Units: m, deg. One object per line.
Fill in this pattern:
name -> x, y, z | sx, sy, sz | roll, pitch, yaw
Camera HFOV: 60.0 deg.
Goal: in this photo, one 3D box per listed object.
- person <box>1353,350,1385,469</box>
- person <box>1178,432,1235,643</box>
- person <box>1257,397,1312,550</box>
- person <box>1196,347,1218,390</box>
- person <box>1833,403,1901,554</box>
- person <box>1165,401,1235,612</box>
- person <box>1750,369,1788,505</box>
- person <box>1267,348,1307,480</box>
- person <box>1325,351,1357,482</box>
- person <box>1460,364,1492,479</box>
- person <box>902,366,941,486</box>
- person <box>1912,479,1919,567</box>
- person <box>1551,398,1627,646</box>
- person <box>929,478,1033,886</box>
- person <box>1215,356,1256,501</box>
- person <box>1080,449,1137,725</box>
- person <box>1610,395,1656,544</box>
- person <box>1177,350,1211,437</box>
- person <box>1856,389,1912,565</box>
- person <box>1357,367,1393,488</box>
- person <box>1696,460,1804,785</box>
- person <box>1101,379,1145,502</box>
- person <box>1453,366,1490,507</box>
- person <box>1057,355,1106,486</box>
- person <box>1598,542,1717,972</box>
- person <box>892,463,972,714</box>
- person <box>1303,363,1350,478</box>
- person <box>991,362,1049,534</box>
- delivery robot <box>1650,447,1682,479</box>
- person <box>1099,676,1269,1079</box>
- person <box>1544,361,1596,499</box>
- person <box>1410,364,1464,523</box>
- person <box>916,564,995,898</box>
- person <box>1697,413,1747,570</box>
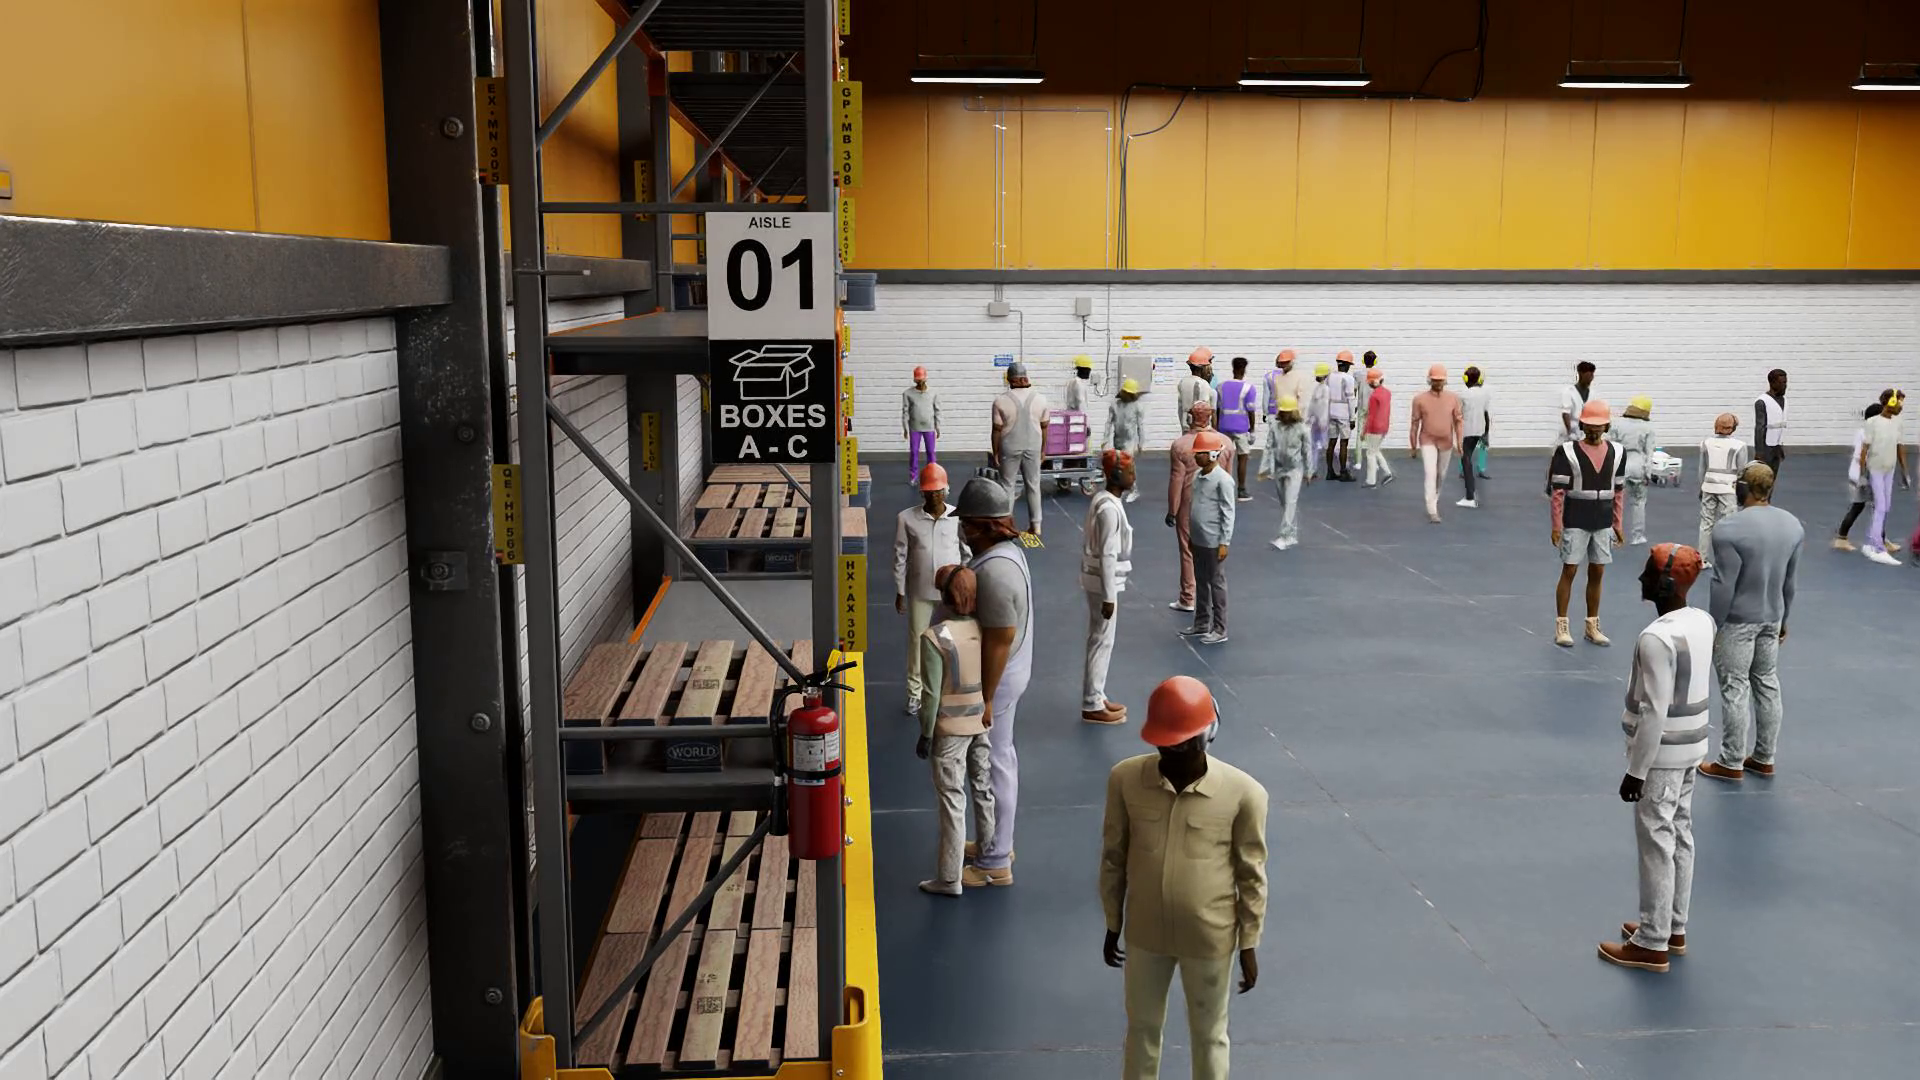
person -> 6.368, -2.025, 25.967 | 0.532, 1.871, 0.319 | 3, 9, 16
person -> 2.038, -0.026, 13.778 | 0.341, 1.749, 0.572 | -4, 10, -23
person -> 3.592, -0.733, 18.407 | 0.498, 1.696, 0.911 | 7, 12, 39
person -> 3.407, -1.686, 23.331 | 0.402, 2.035, 0.609 | 4, 10, 26
person -> 9.920, -0.661, 18.080 | 0.700, 1.649, 0.549 | 1, 9, 8
person -> 2.145, -0.301, 15.026 | 0.640, 1.910, 0.407 | -3, 10, -21
person -> 9.741, -1.105, 20.046 | 0.596, 1.915, 0.374 | -7, 12, -38
person -> 4.960, -1.890, 24.871 | 0.598, 1.962, 0.932 | 8, 12, 39
person -> 5.625, -1.822, 24.508 | 0.374, 1.928, 0.543 | -6, 11, -34
person -> 7.645, -1.752, 24.705 | 0.534, 1.717, 0.589 | -4, 10, -23
person -> -0.549, -1.631, 23.913 | 0.563, 1.740, 0.363 | 0, 9, -3
person -> 9.879, -0.490, 16.713 | 0.532, 1.746, 0.645 | 1, 9, 8
person -> 5.140, -0.139, 13.592 | 0.615, 2.039, 0.370 | -1, 9, -4
person -> 0.090, 0.698, 8.335 | 0.537, 2.000, 0.689 | 1, 9, 6
person -> 3.713, -1.508, 22.486 | 0.618, 1.950, 0.409 | 6, 11, 35
person -> 0.999, 0.319, 11.265 | 0.370, 1.876, 0.569 | 0, 9, 2
person -> 7.462, -0.768, 18.623 | 0.546, 1.700, 0.753 | 5, 10, 29
person -> 3.133, -1.487, 22.045 | 0.375, 2.044, 0.605 | -5, 10, -29
person -> 9.835, -0.673, 17.664 | 0.580, 1.820, 0.679 | -4, 10, -21
person -> 5.904, -1.592, 23.664 | 0.406, 1.732, 0.574 | 6, 11, 33
person -> 4.714, 0.492, 9.945 | 0.635, 1.937, 0.352 | -3, 10, -20
person -> 2.198, -1.289, 21.939 | 0.501, 1.683, 0.928 | 6, 11, 34
person -> 6.656, -1.356, 21.877 | 0.545, 1.841, 0.546 | -5, 10, -27
person -> 1.817, -1.703, 23.880 | 0.918, 1.883, 0.616 | 0, 9, -1
person -> 3.073, 0.944, 7.292 | 0.354, 1.880, 0.576 | 8, 12, 42
person -> -0.179, 0.336, 11.504 | 0.572, 1.750, 0.330 | -1, 9, -4
person -> 5.449, -1.777, 24.836 | 0.654, 1.737, 0.631 | -1, 9, -8
person -> 0.676, -1.074, 19.460 | 0.680, 2.000, 0.535 | -2, 9, -12
delivery robot -> 10.047, -1.097, 23.961 | 0.477, 0.478, 0.707 | -3, 9, -17
person -> 0.725, 1.294, 5.518 | 0.565, 1.742, 0.347 | 4, 10, 23
person -> 8.208, -1.430, 22.156 | 0.611, 1.908, 1.063 | -3, 9, -17
person -> 5.923, -1.226, 20.711 | 0.608, 1.959, 1.011 | 0, 9, 2
person -> 0.005, 0.927, 8.142 | 0.511, 1.644, 0.308 | -8, 12, -42
person -> 7.778, -0.478, 17.006 | 0.312, 1.634, 0.514 | -6, 11, -34
